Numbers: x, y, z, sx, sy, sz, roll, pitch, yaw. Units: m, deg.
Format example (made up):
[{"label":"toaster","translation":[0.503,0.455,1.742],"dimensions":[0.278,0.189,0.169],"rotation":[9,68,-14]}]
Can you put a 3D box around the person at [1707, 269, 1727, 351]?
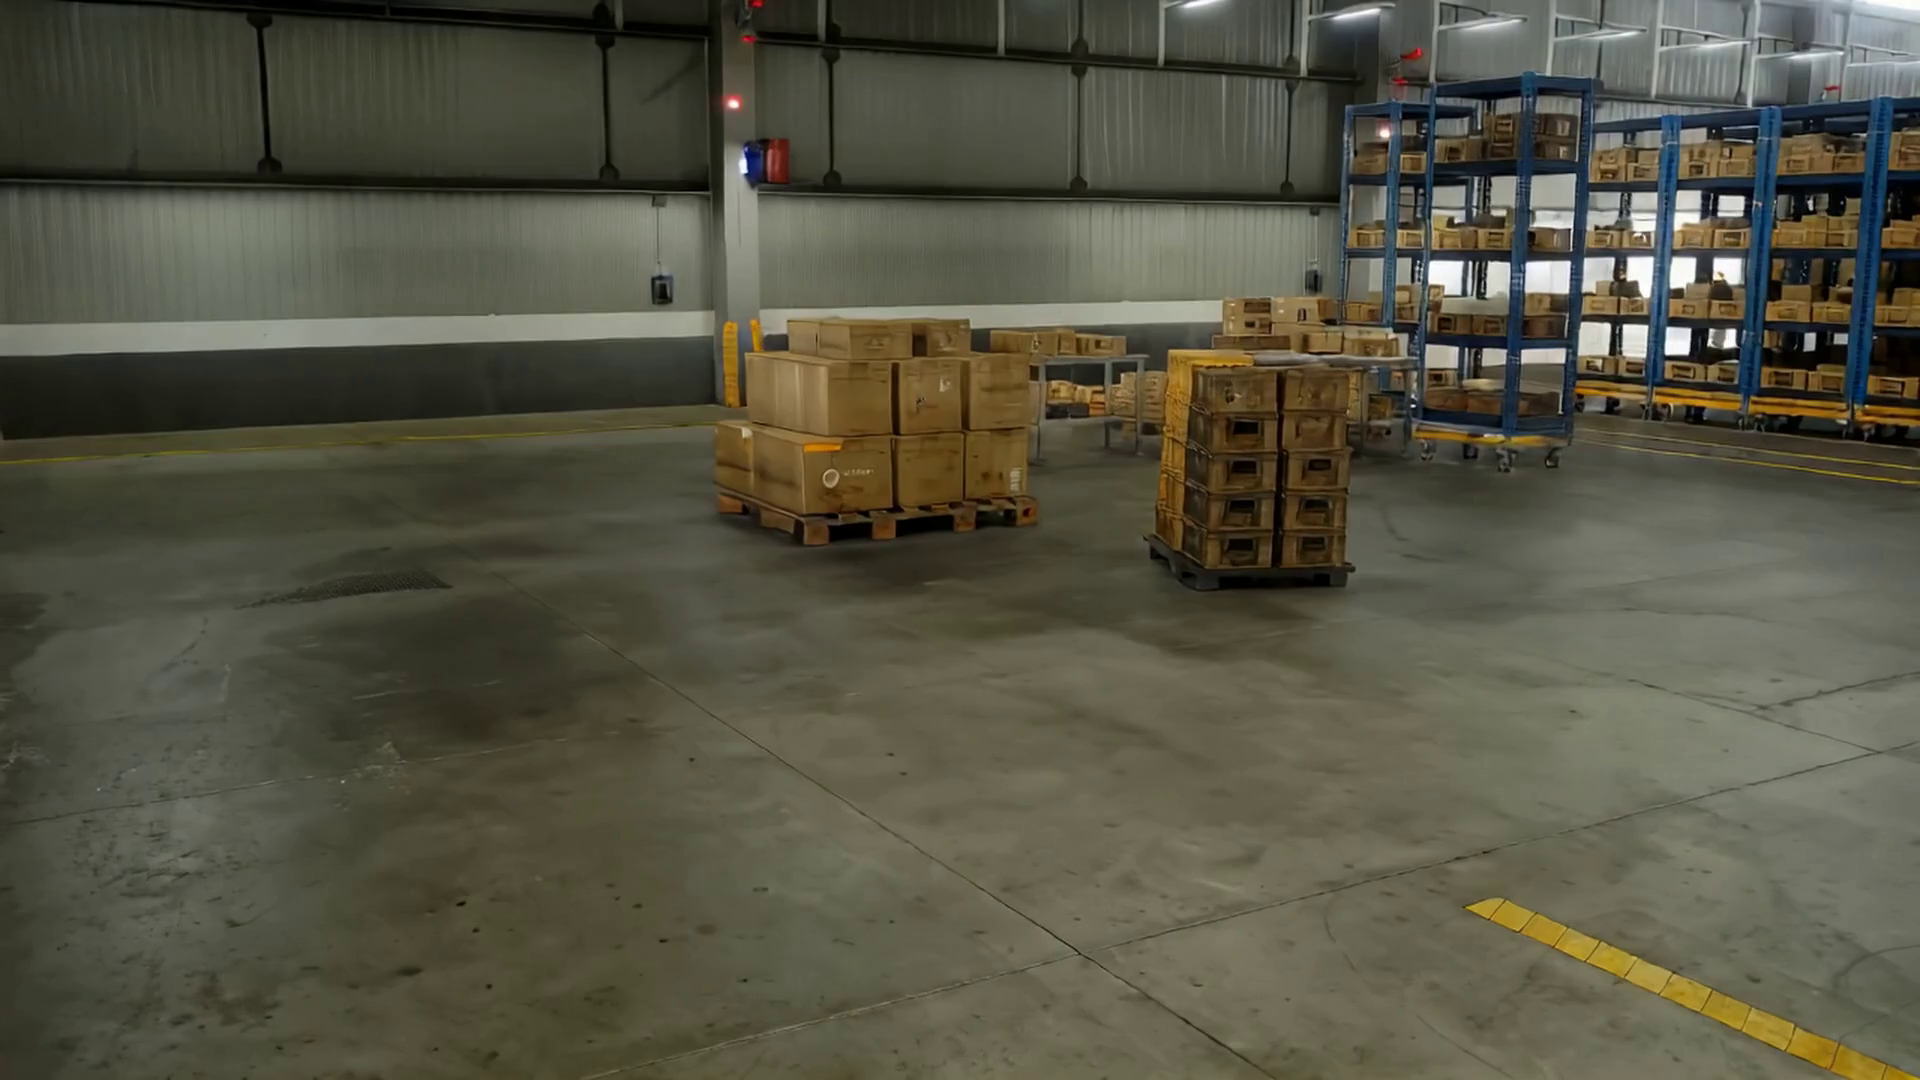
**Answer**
[{"label":"person","translation":[11.345,-3.205,25.050],"dimensions":[0.558,1.743,0.359],"rotation":[-8,13,-39]}]
